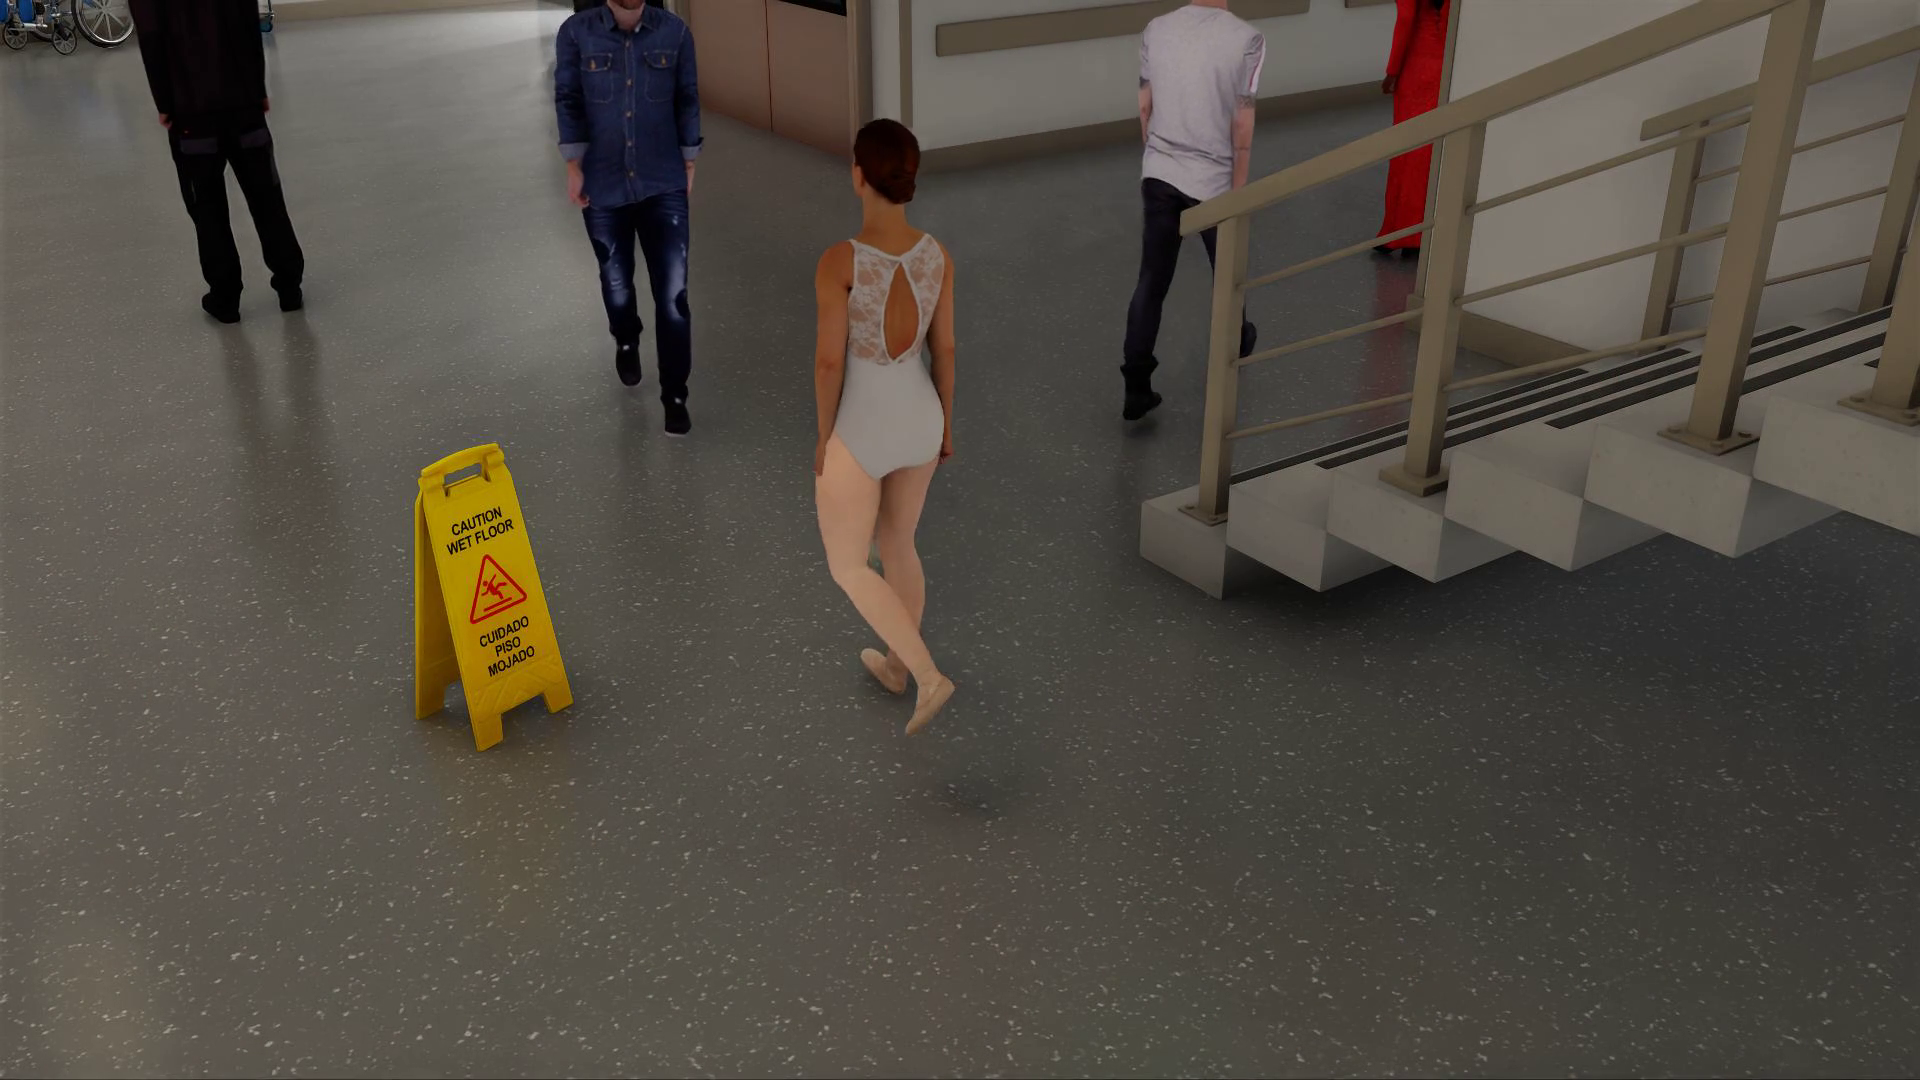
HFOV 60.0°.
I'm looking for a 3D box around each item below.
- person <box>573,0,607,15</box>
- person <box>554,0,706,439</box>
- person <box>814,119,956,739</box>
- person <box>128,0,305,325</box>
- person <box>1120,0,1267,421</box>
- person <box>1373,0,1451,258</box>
[{"bbox_3d":[-3.499,-5.594,15.312,0.665,1.710,0.518,-16,30,-29],"label":"person"},{"bbox_3d":[-1.280,-1.361,6.450,1.041,1.784,1.279,-4,26,-9],"label":"person"},{"bbox_3d":[-0.161,-0.232,4.290,0.540,1.626,0.806,-17,30,-31],"label":"person"},{"bbox_3d":[-3.381,-1.962,7.546,0.683,1.913,0.568,-16,30,-29],"label":"person"},{"bbox_3d":[0.845,-1.317,6.361,1.260,1.781,1.089,14,29,27],"label":"person"},{"bbox_3d":[2.372,-2.351,8.498,0.626,1.788,0.593,-16,30,-29],"label":"person"}]
